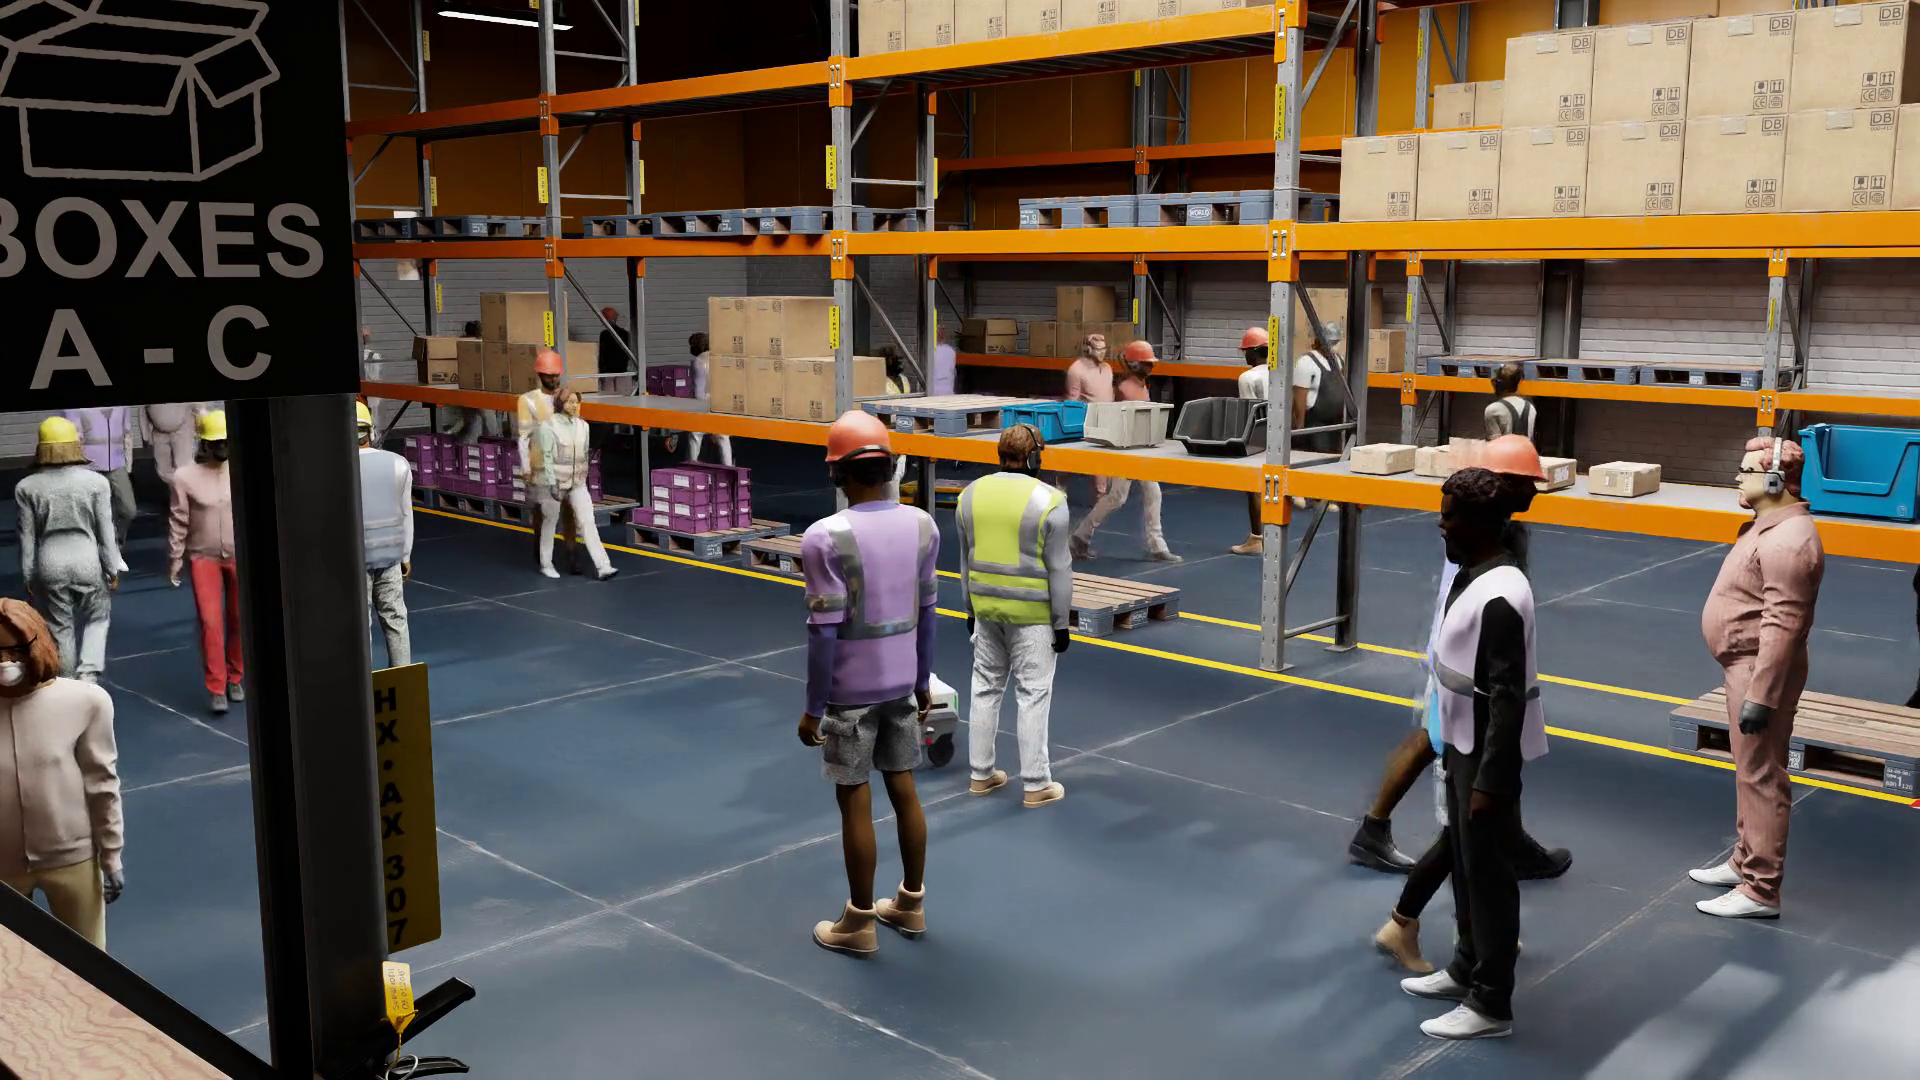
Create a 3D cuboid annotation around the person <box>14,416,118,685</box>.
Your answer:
[{"bbox_3d":[-5.053,0.164,9.428,0.498,1.726,0.393,-4,10,-22],"label":"person"}]

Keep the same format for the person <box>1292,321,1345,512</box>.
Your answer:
[{"bbox_3d":[3.834,-1.296,17.456,0.696,2.000,0.538,-7,12,-38],"label":"person"}]

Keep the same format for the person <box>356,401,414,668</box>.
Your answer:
[{"bbox_3d":[-3.405,0.109,9.506,0.403,1.824,0.586,8,12,40],"label":"person"}]

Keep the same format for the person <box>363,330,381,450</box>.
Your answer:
[{"bbox_3d":[-7.302,-1.643,20.143,0.573,1.854,0.800,2,10,13],"label":"person"}]

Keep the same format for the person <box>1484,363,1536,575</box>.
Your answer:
[{"bbox_3d":[4.247,-0.492,13.187,0.538,1.817,0.803,-4,10,-23],"label":"person"}]

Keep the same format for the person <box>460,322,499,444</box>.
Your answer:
[{"bbox_3d":[-5.815,-1.660,20.061,0.511,1.916,0.631,0,9,1],"label":"person"}]

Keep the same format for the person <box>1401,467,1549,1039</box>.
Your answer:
[{"bbox_3d":[1.738,0.710,5.547,0.399,1.916,0.590,1,9,8],"label":"person"}]

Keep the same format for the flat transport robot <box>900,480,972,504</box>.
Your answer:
[{"bbox_3d":[-0.010,-0.514,18.072,1.431,0.197,0.652,3,10,20],"label":"flat transport robot"}]

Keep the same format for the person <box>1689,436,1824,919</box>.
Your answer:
[{"bbox_3d":[3.154,0.542,6.603,0.408,1.909,0.642,4,10,21],"label":"person"}]

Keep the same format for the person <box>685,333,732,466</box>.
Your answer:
[{"bbox_3d":[-3.113,-1.576,19.920,0.898,1.793,0.676,5,10,27],"label":"person"}]

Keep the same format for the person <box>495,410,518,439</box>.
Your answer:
[{"bbox_3d":[-6.747,-2.279,24.716,0.513,1.639,0.304,4,10,22],"label":"person"}]

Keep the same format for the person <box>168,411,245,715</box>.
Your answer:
[{"bbox_3d":[-4.231,0.132,9.572,0.555,1.734,0.798,-6,11,-31],"label":"person"}]

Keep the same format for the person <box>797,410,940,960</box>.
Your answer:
[{"bbox_3d":[-0.359,0.536,6.226,0.615,2.039,0.387,-8,13,-42],"label":"person"}]

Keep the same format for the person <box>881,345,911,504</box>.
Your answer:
[{"bbox_3d":[-0.768,-1.032,16.545,0.716,1.825,0.619,5,11,29],"label":"person"}]

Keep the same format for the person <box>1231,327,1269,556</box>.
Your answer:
[{"bbox_3d":[2.646,-0.876,14.884,0.615,2.038,0.396,-9,13,-44],"label":"person"}]

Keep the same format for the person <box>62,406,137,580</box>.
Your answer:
[{"bbox_3d":[-7.045,-0.613,13.685,0.408,1.912,0.597,6,11,34],"label":"person"}]

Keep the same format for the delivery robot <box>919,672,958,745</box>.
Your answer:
[{"bbox_3d":[-0.276,0.822,8.730,0.477,0.478,0.707,-4,10,-22],"label":"delivery robot"}]

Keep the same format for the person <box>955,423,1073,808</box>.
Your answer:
[{"bbox_3d":[0.273,0.355,7.990,0.624,1.836,0.431,7,11,35],"label":"person"}]

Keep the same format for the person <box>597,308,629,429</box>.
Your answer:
[{"bbox_3d":[-5.537,-2.708,26.400,0.586,1.946,0.677,9,13,44],"label":"person"}]

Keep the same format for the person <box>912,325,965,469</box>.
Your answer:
[{"bbox_3d":[-0.273,-1.829,21.228,0.644,1.880,0.796,-8,12,-40],"label":"person"}]

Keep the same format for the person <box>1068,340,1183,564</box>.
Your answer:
[{"bbox_3d":[1.427,-0.764,14.486,0.972,1.960,0.637,4,10,24],"label":"person"}]

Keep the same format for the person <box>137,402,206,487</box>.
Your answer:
[{"bbox_3d":[-7.824,-1.075,16.612,0.691,1.877,0.652,1,9,3],"label":"person"}]

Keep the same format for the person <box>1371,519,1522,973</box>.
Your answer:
[{"bbox_3d":[1.835,0.746,6.081,0.447,1.714,0.555,2,10,13],"label":"person"}]

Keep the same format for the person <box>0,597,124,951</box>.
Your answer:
[{"bbox_3d":[-2.714,0.964,4.869,0.496,1.627,0.270,-4,10,-25],"label":"person"}]

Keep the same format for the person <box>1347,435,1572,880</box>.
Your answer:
[{"bbox_3d":[2.099,0.503,6.942,0.928,1.892,0.548,1,9,7],"label":"person"}]

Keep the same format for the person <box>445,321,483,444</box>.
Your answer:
[{"bbox_3d":[-6.830,-2.117,23.078,0.573,1.849,0.536,-6,11,-34],"label":"person"}]

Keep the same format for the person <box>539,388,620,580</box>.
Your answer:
[{"bbox_3d":[-3.184,-0.440,13.591,0.873,1.590,0.528,8,12,40],"label":"person"}]

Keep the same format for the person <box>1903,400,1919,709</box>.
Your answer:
[{"bbox_3d":[5.514,0.054,9.326,0.612,1.995,0.384,-8,12,-42],"label":"person"}]

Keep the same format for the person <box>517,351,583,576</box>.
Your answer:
[{"bbox_3d":[-3.473,-0.659,14.080,0.556,1.881,0.978,-5,10,-26],"label":"person"}]

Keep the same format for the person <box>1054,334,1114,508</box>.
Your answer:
[{"bbox_3d":[1.357,-1.258,17.719,0.643,1.882,0.655,-8,12,-42],"label":"person"}]
